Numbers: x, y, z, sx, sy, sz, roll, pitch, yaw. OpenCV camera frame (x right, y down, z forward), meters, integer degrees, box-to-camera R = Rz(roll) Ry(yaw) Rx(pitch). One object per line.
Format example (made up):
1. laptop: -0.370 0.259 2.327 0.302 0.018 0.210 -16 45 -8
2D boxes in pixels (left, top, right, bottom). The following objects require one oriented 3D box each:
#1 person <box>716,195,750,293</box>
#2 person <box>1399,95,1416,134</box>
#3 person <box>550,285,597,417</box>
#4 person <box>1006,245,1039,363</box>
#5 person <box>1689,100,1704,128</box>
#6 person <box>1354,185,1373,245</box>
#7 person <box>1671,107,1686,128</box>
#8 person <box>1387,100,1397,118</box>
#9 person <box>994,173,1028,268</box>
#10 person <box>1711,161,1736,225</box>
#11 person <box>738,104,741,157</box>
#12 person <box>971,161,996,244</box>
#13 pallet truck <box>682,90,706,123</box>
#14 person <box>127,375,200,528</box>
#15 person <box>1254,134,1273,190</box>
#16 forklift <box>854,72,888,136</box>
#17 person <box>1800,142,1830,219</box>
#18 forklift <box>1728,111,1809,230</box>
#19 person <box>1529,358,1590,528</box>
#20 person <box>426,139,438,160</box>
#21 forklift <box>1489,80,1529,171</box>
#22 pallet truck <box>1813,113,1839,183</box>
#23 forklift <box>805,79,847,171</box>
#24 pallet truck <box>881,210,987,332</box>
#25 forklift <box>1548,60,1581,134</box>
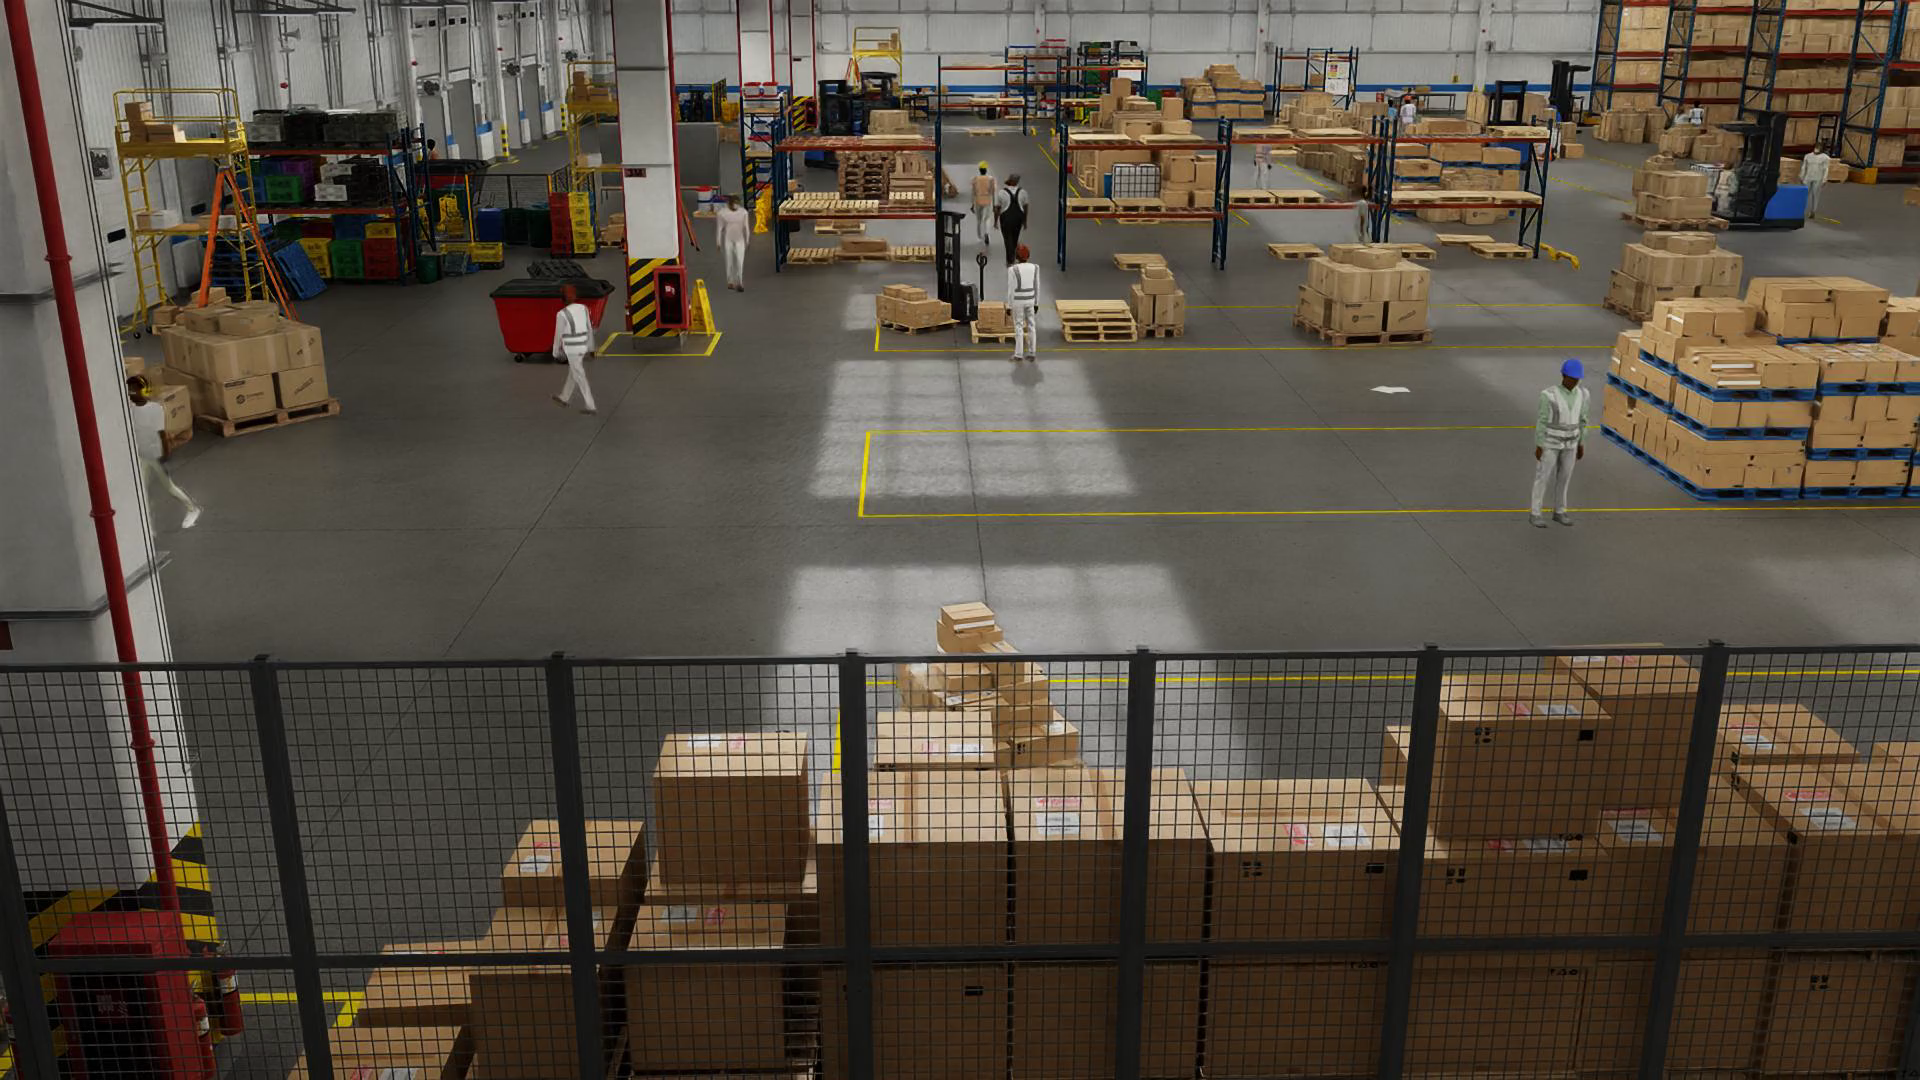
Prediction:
1. person: -4.435 -5.807 32.636 0.668 1.874 1.020 -5 19 -14
2. person: 16.247 -15.214 60.526 0.552 1.886 0.907 -2 19 -6
3. person: -5.508 -2.673 23.401 0.955 1.835 0.610 10 21 28
4. person: 1.005 -3.768 26.588 0.575 1.881 0.356 -10 21 -27
5. person: 26.853 -15.191 60.766 0.531 1.693 0.320 0 19 -1
6. person: 8.381 -6.410 34.464 0.450 1.853 0.560 0 19 1
7. person: 25.268 -14.450 58.700 0.793 1.605 0.526 -3 19 -9
8. person: 15.775 -15.391 61.383 0.545 1.673 0.674 -4 19 -13
9. person: 1.058 -6.892 35.611 0.710 2.000 0.987 -5 19 -13
10. person: 18.976 -8.605 41.350 0.533 1.611 0.526 -11 21 -29
11. person: -7.333 -13.805 56.289 0.355 1.930 0.587 0 19 -1
12. person: 0.543 -7.840 38.649 0.596 1.904 0.811 -1 19 -2
13. pallet truck: -9.671 -15.907 62.421 0.823 1.965 1.885 5 19 15
14. person: -8.825 -0.931 18.250 0.526 1.840 0.912 7 20 19
15. person: 8.677 -10.832 47.673 0.433 1.811 0.747 -8 20 -23
16. forklift: -3.003 -15.007 58.391 1.129 2.768 1.873 -6 20 -18
17. person: 21.935 -9.247 42.772 0.636 1.935 0.380 15 24 38
18. forklift: 19.730 -9.053 40.727 1.873 2.768 1.129 -1 19 -2
19. person: 6.696 -1.080 18.533 0.612 1.939 0.425 -4 19 -11
20. person: -14.602 -10.259 46.129 0.315 1.695 0.541 -11 22 -30
21. forklift: 17.587 -13.331 53.418 1.129 2.768 1.873 -1 19 -1
22. pallet truck: 26.403 -11.957 50.702 0.823 1.965 1.885 6 19 16
23. forklift: -4.097 -13.405 53.639 1.129 2.768 1.873 -17 25 -40
24. pallet truck: -0.493 -4.759 29.349 1.885 1.965 0.823 -13 23 -34
25. forklift: 23.757 -17.640 66.201 1.873 2.768 1.129 0 19 -1
